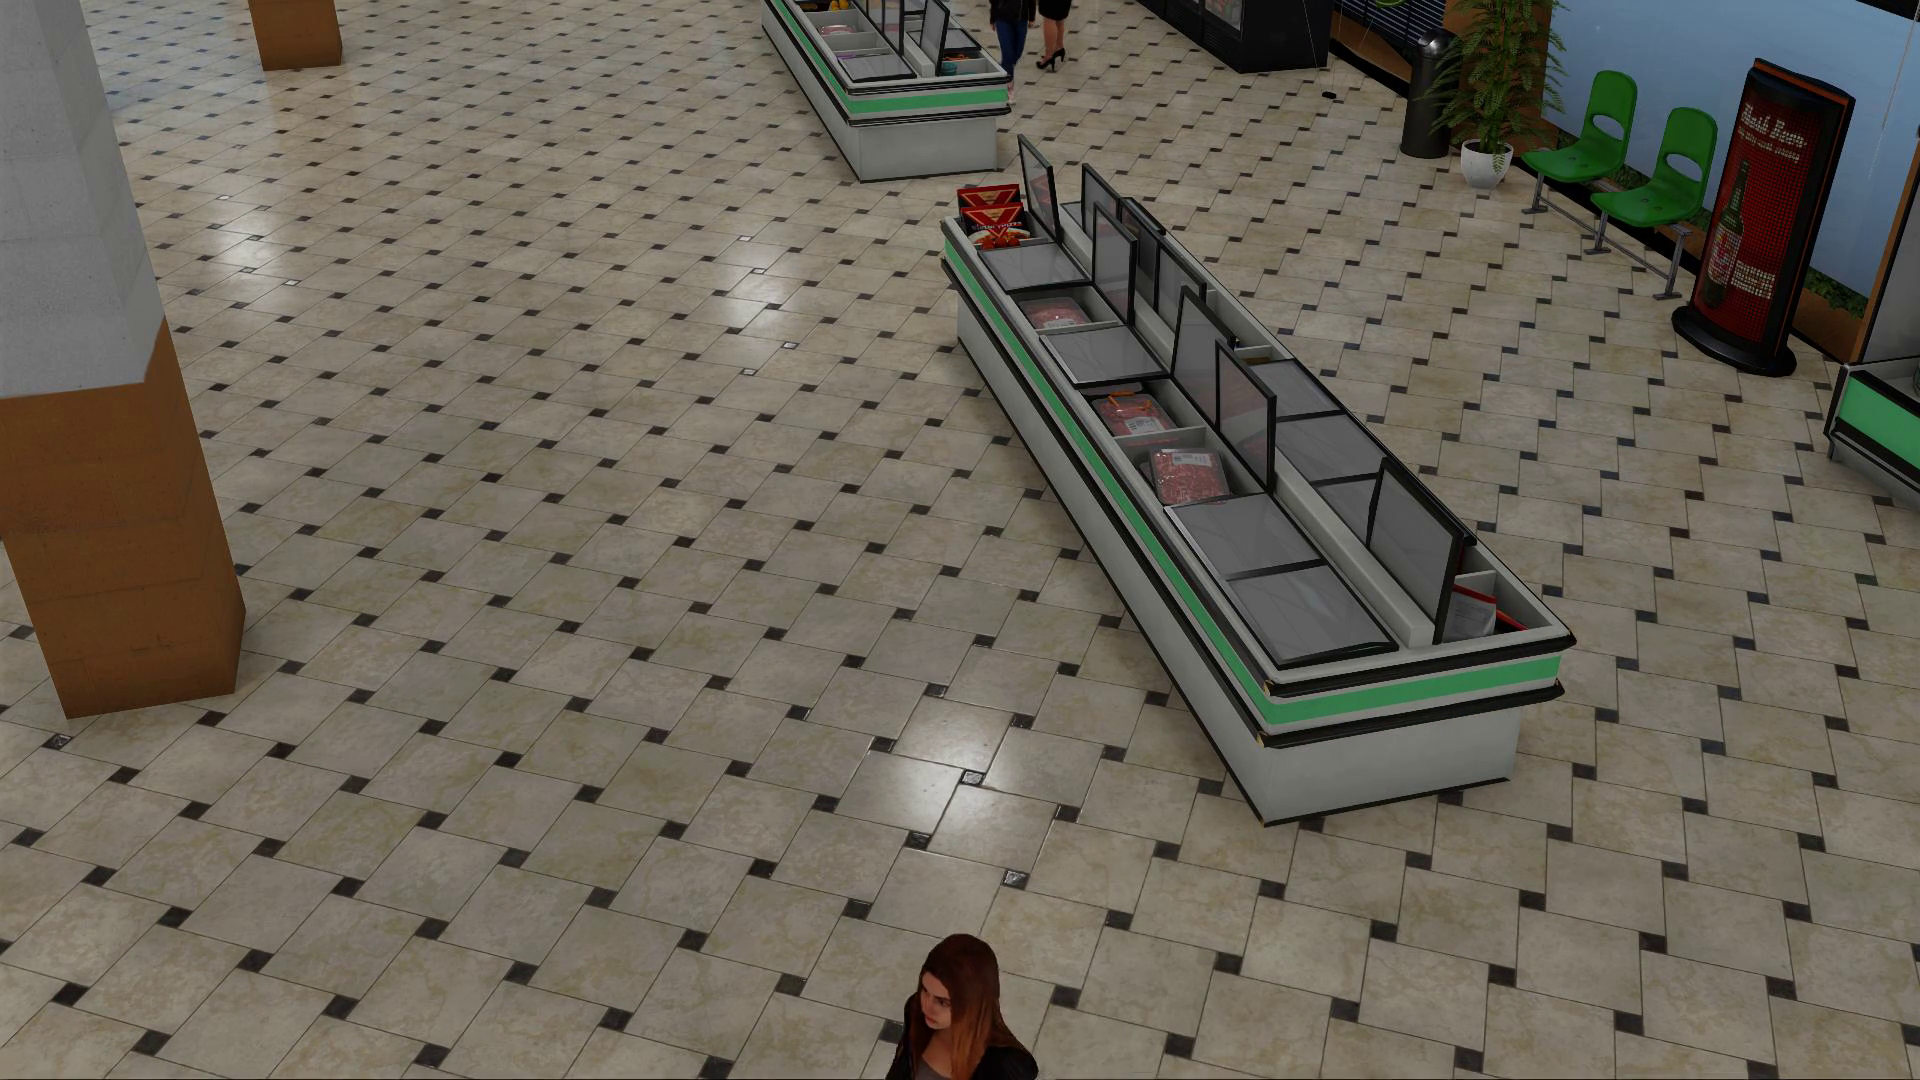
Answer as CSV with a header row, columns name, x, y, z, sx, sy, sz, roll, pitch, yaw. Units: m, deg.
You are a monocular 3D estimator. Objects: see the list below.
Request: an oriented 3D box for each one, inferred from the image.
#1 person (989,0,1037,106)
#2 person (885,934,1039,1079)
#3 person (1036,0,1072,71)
name,x,y,z,sx,sy,sz,roll,pitch,yaw
person,0.438,-4.608,14.590,0.563,1.465,0.882,-8,33,-12
person,0.065,1.628,4.380,0.953,1.662,1.148,-22,38,-31
person,0.890,-5.156,15.282,0.873,1.664,0.820,22,38,31
